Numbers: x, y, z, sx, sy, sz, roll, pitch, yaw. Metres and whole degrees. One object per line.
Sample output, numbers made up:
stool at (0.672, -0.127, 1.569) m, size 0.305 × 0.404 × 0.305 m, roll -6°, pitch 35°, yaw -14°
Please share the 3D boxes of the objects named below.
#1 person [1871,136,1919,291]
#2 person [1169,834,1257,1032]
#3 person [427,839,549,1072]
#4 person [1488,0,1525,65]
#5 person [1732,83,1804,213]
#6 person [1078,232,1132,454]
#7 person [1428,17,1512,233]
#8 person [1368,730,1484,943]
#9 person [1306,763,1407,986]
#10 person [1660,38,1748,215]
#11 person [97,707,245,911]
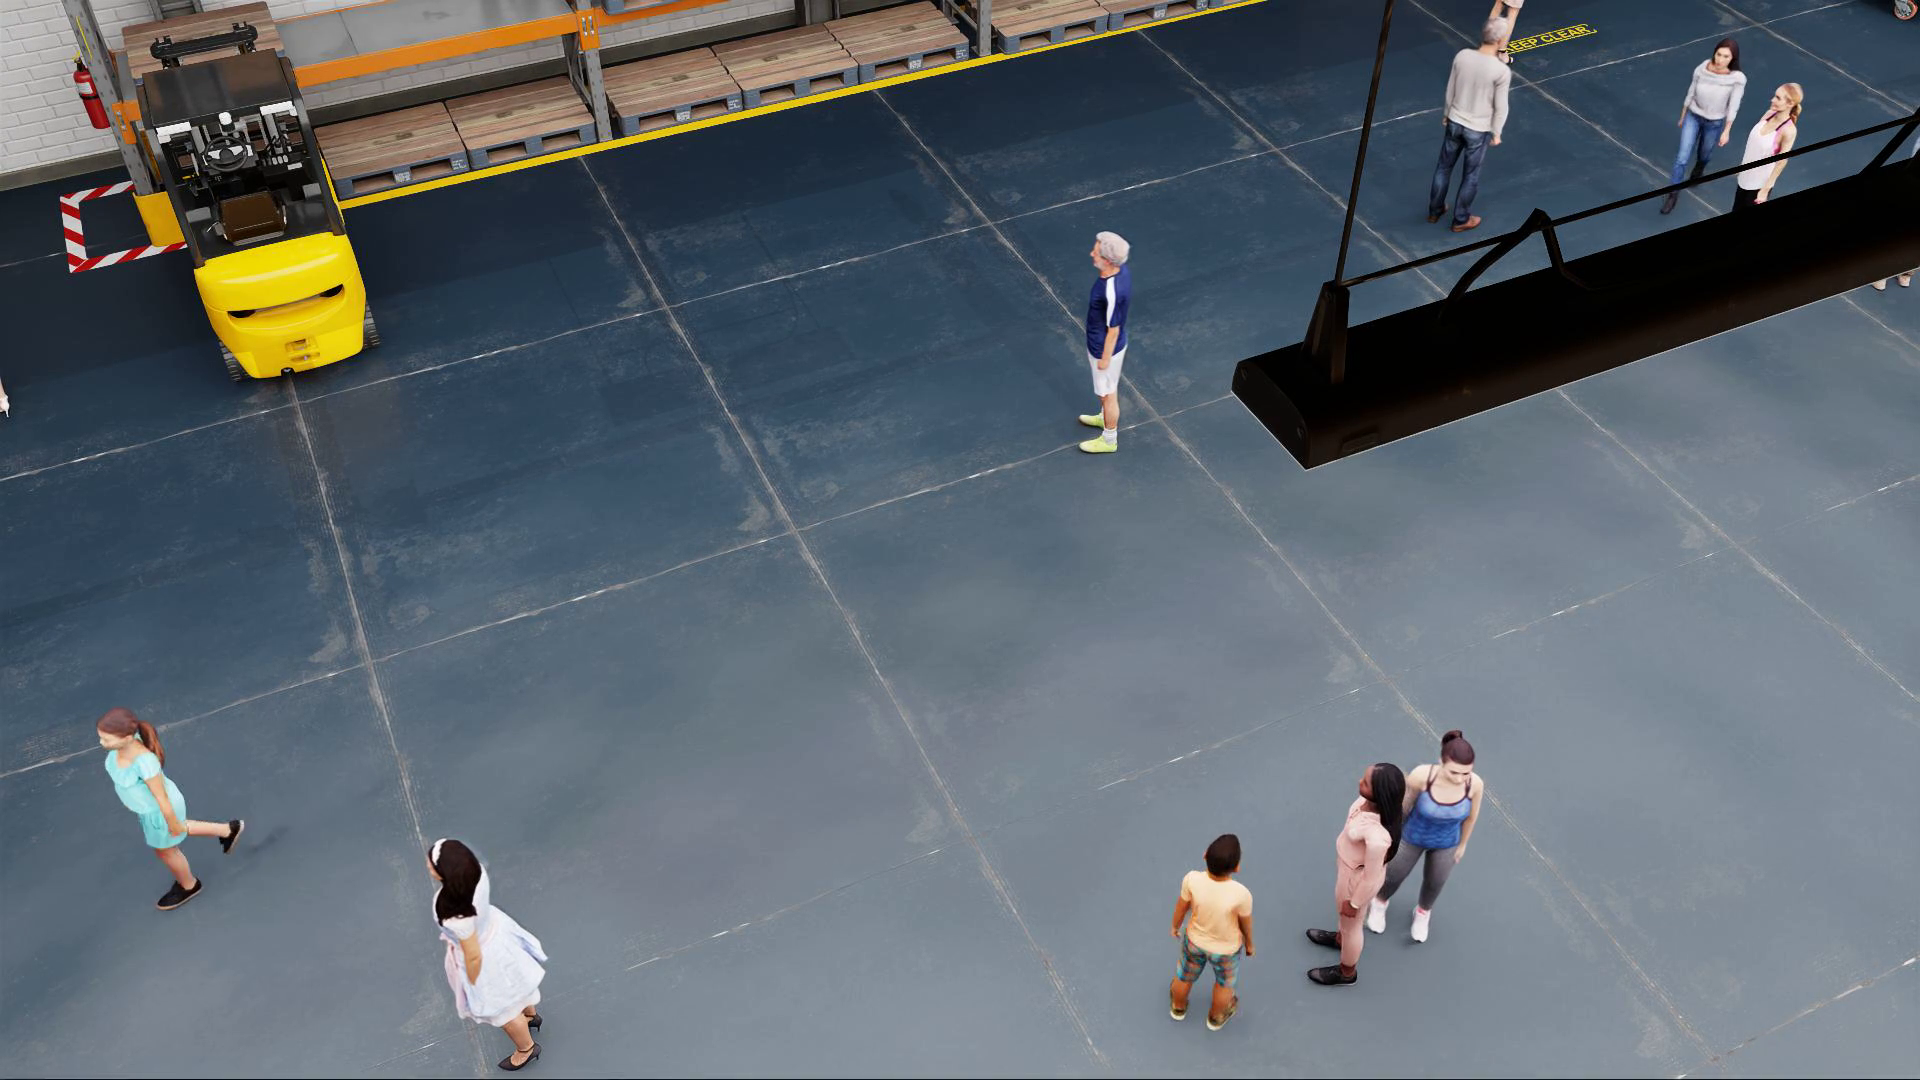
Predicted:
person at (7.863, -2.865, 13.529) m, size 0.611 × 1.810 × 0.799 m, roll -6°, pitch 44°, yaw -6°
person at (1.321, 2.073, 8.599) m, size 0.660 × 1.459 × 0.698 m, roll 13°, pitch 45°, yaw 13°
person at (-2.373, 2.085, 8.332) m, size 0.848 × 1.809 × 0.810 m, roll -2°, pitch 44°, yaw -2°
person at (5.469, -5.591, 16.374) m, size 0.484 × 1.831 × 0.563 m, roll -18°, pitch 46°, yaw -18°
person at (6.525, -2.928, 13.610) m, size 0.631 × 1.787 × 0.669 m, roll -4°, pitch 44°, yaw -4°
person at (1.057, -1.430, 12.002) m, size 0.713 × 1.837 × 0.713 m, roll 3°, pitch 44°, yaw 3°
person at (4.339, -3.518, 14.146) m, size 0.752 × 1.902 × 0.802 m, roll -34°, pitch 53°, yaw -30°
person at (2.531, 1.602, 8.989) m, size 0.635 × 1.603 × 0.718 m, roll 9°, pitch 44°, yaw 10°
person at (2.100, 1.749, 8.749) m, size 0.722 × 1.721 × 0.704 m, roll 7°, pitch 44°, yaw 7°
person at (6.523, -3.663, 14.520) m, size 0.941 × 1.596 × 1.141 m, roll 25°, pitch 49°, yaw 24°
person at (-4.386, 1.425, 9.213) m, size 0.897 × 1.550 × 0.688 m, roll -31°, pitch 52°, yaw -28°
